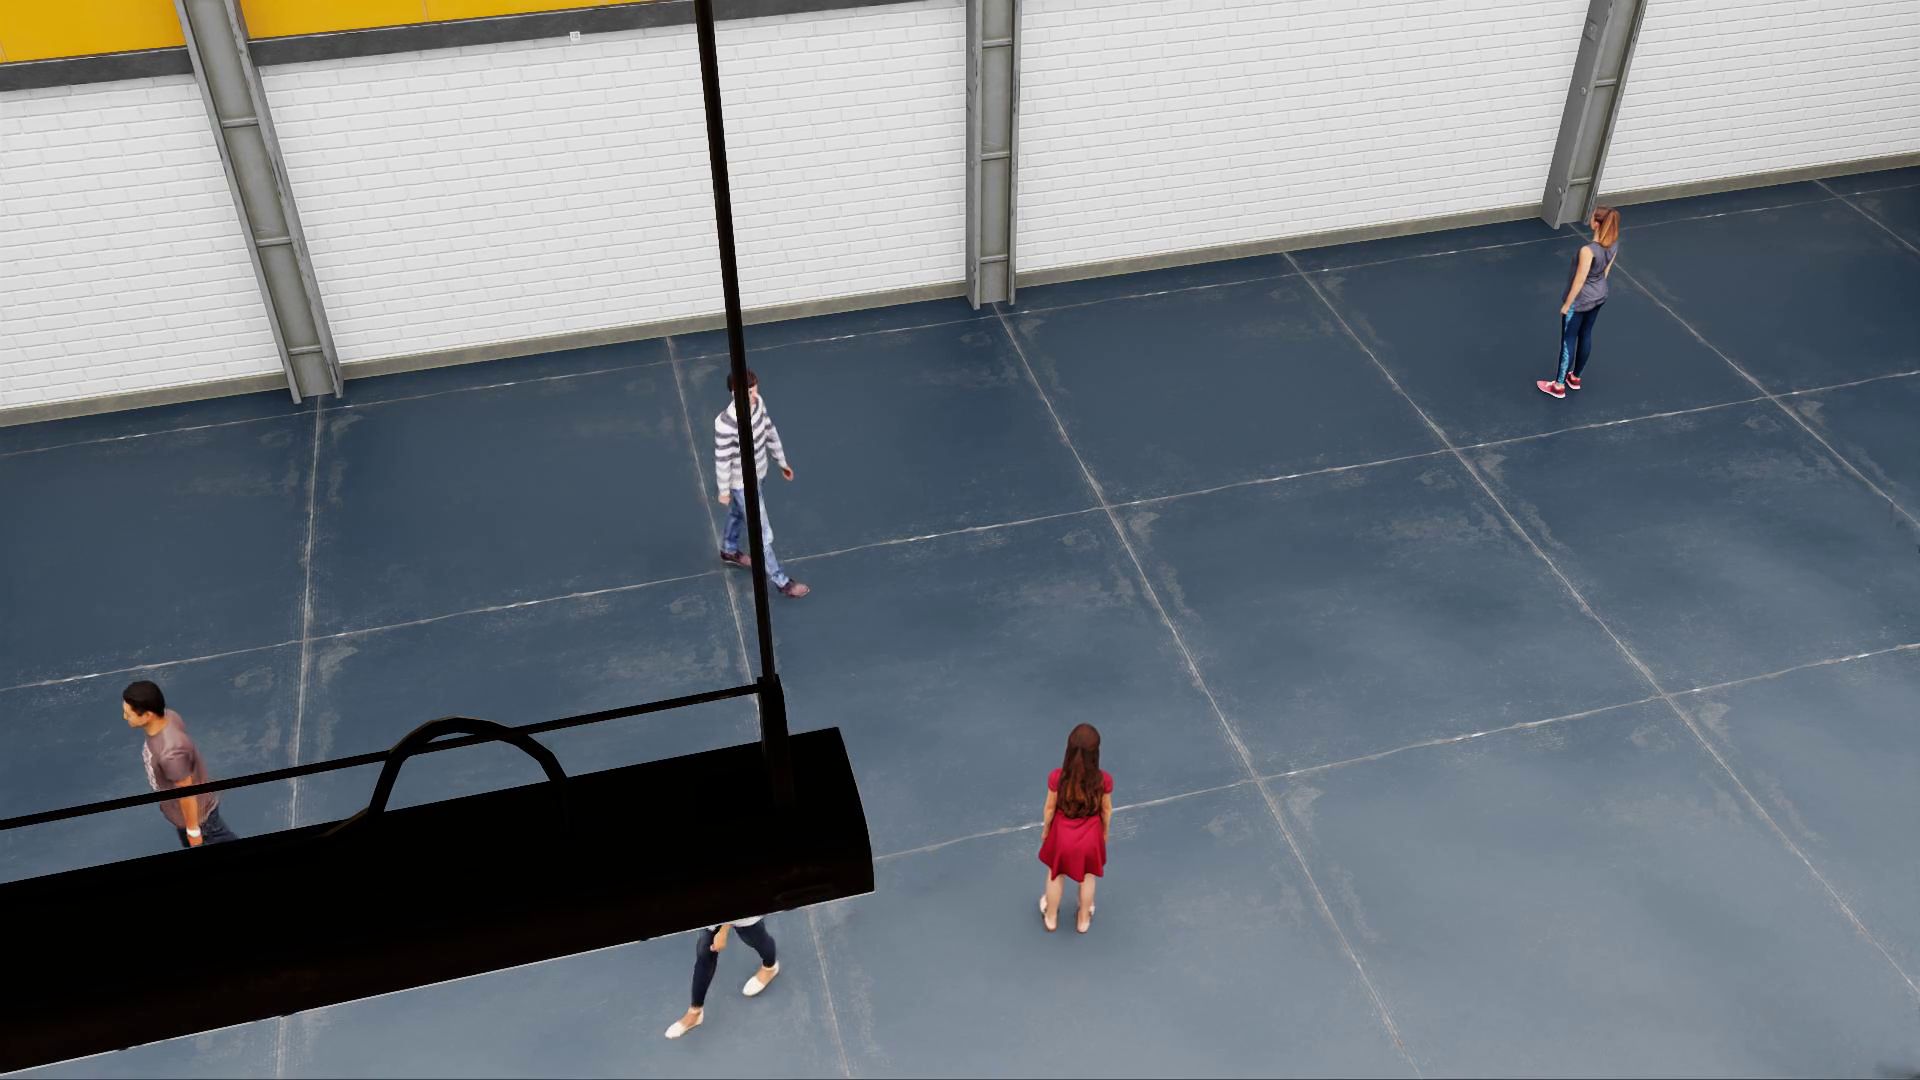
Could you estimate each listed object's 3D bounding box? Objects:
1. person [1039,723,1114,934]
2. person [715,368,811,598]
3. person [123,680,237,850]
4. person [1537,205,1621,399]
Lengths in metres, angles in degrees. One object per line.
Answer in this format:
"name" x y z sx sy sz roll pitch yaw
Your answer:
"person" 0.651 1.647 9.384 0.606 1.550 0.675 -1 39 -1
"person" -1.597 -0.471 11.827 1.194 1.811 1.084 15 41 18
"person" -4.297 1.469 9.433 0.947 1.768 0.822 -25 45 -28
"person" 5.174 -1.981 13.788 0.566 1.724 0.684 -23 44 -26
